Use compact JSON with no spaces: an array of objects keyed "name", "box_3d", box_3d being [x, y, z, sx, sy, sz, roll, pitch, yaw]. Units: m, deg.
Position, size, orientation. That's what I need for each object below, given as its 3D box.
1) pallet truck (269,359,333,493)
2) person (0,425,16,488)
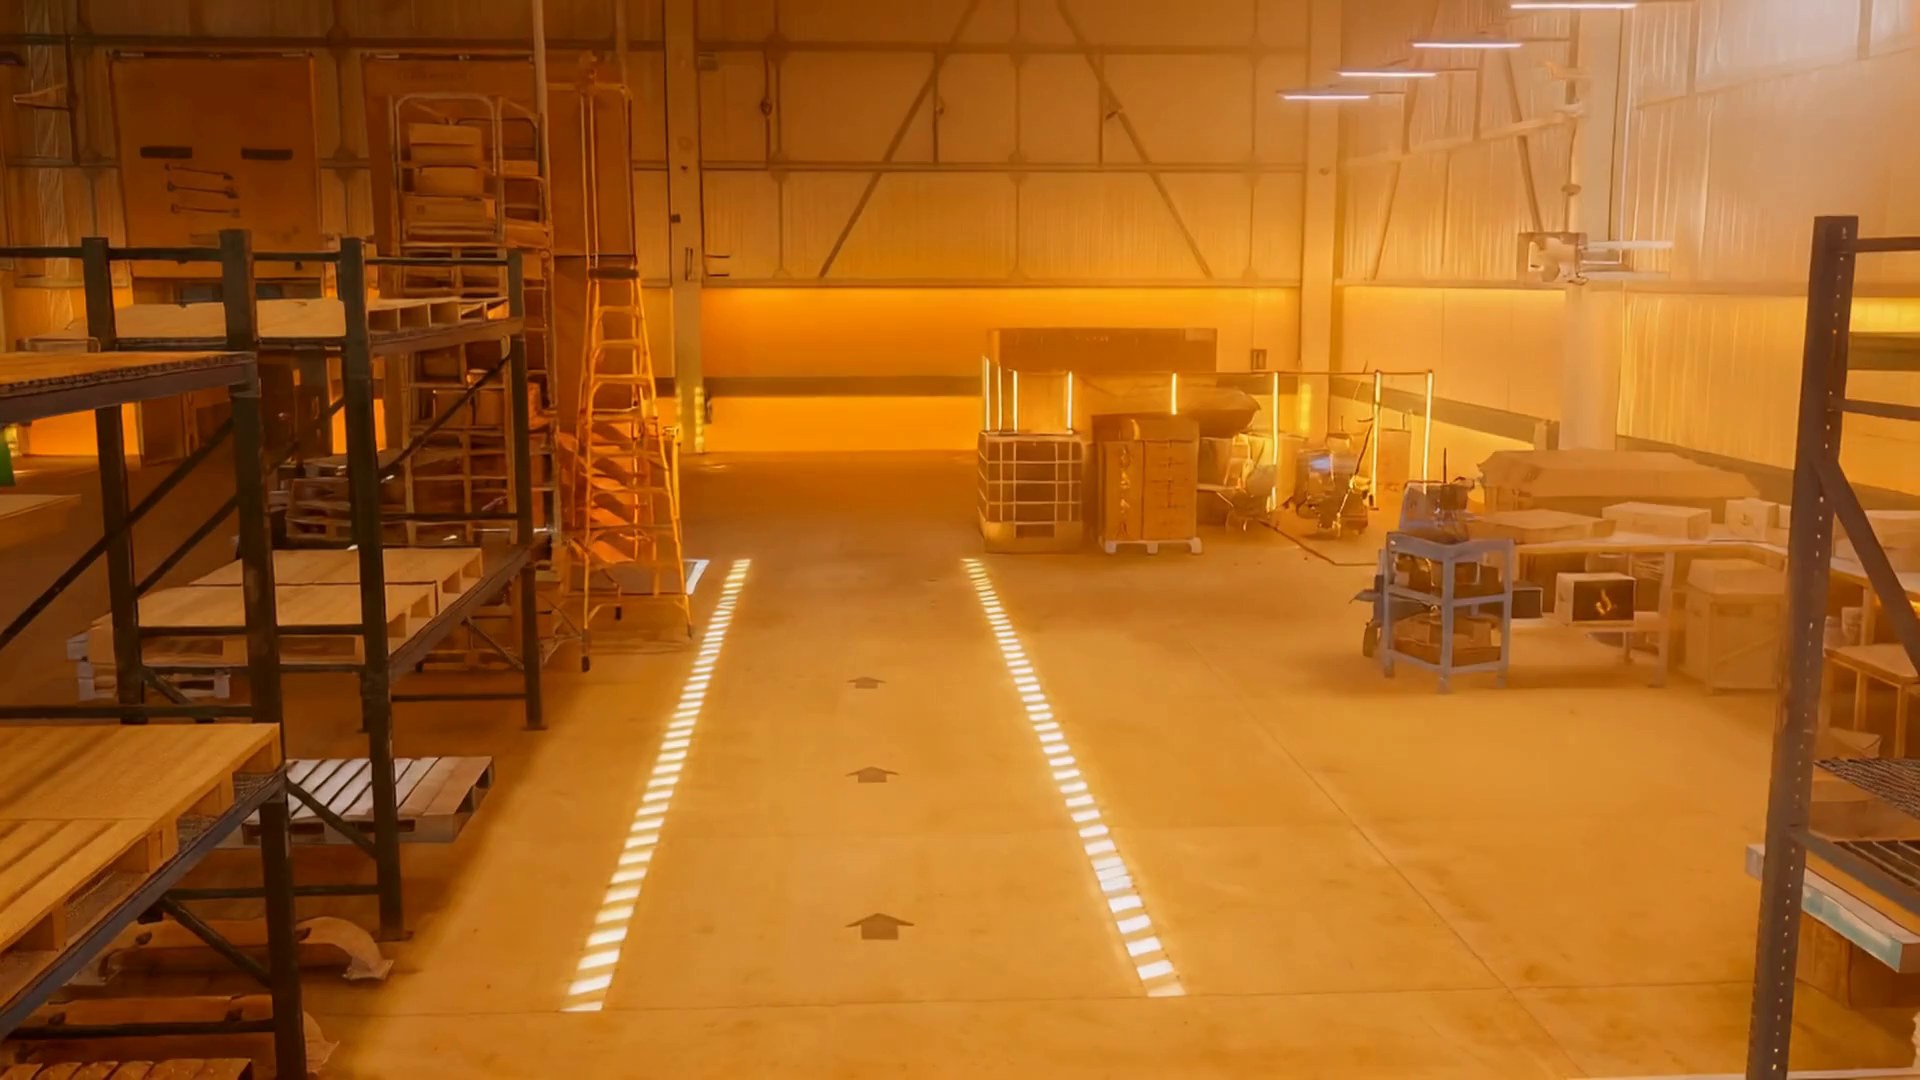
[{"name":"pallet truck","box_3d":[-7.062,-1.131,18.996,1.885,1.965,0.823,2,9,13]},{"name":"person","box_3d":[-13.128,-1.673,22.623,0.389,1.930,0.544,-8,12,-42]}]
